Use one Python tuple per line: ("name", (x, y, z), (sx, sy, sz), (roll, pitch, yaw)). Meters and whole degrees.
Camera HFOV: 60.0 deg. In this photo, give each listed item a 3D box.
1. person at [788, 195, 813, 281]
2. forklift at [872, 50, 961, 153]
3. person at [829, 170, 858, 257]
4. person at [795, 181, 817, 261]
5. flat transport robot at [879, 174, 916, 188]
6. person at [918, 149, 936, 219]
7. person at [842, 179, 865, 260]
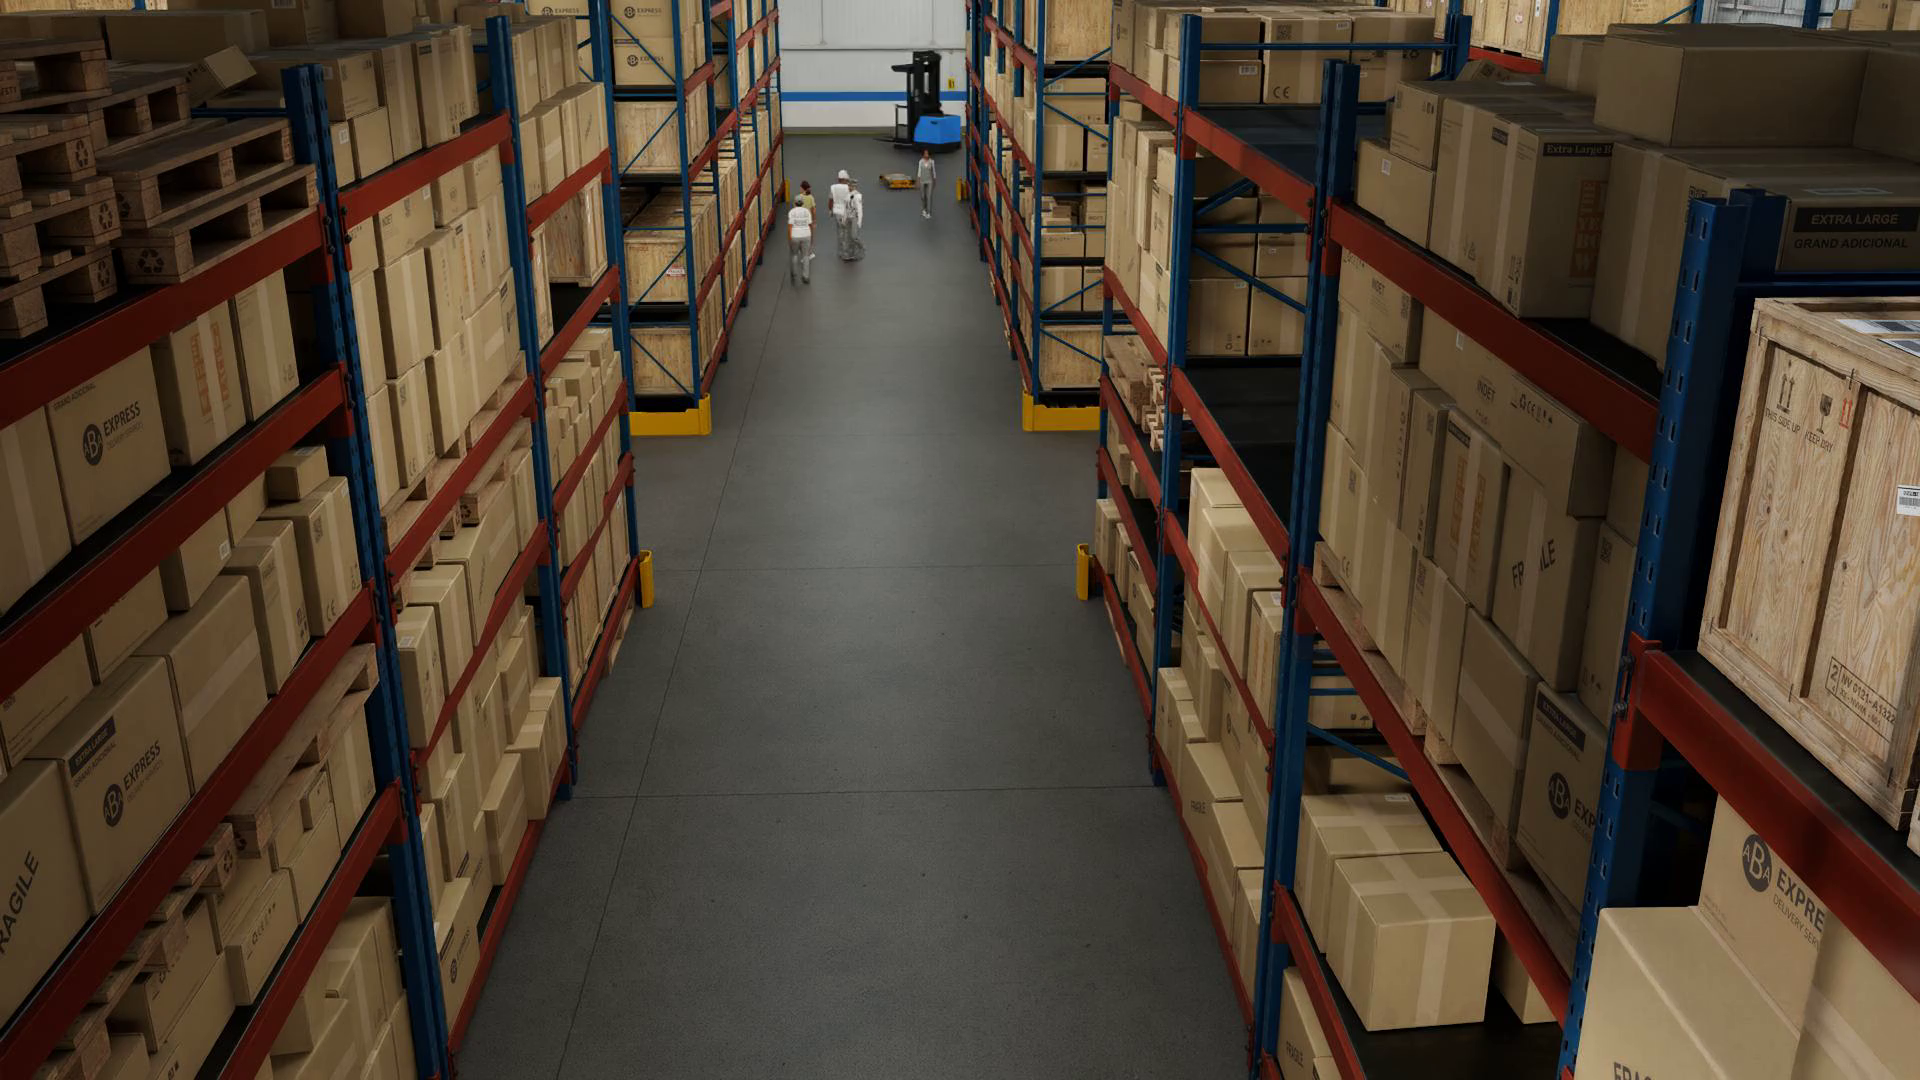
("person", (-3.123, -5.930, 32.523), (0.488, 1.656, 0.732), (-3, 21, -7))
("forklift", (-1.402, -13.480, 50.960), (3.031, 2.941, 1.121), (17, 26, 38))
("person", (-2.435, -6.800, 34.690), (0.621, 1.793, 0.369), (10, 23, 26))
("person", (-3.182, -6.530, 34.142), (0.556, 1.661, 0.512), (-18, 27, -39))
("flat transport robot", (-1.668, -9.557, 44.338), (0.659, 0.259, 1.431), (-6, 21, -16))
("person", (-0.790, -8.446, 39.375), (0.429, 1.602, 0.698), (3, 21, 7))
("person", (-2.187, -6.620, 34.322), (0.443, 1.666, 0.566), (-19, 28, -41))
